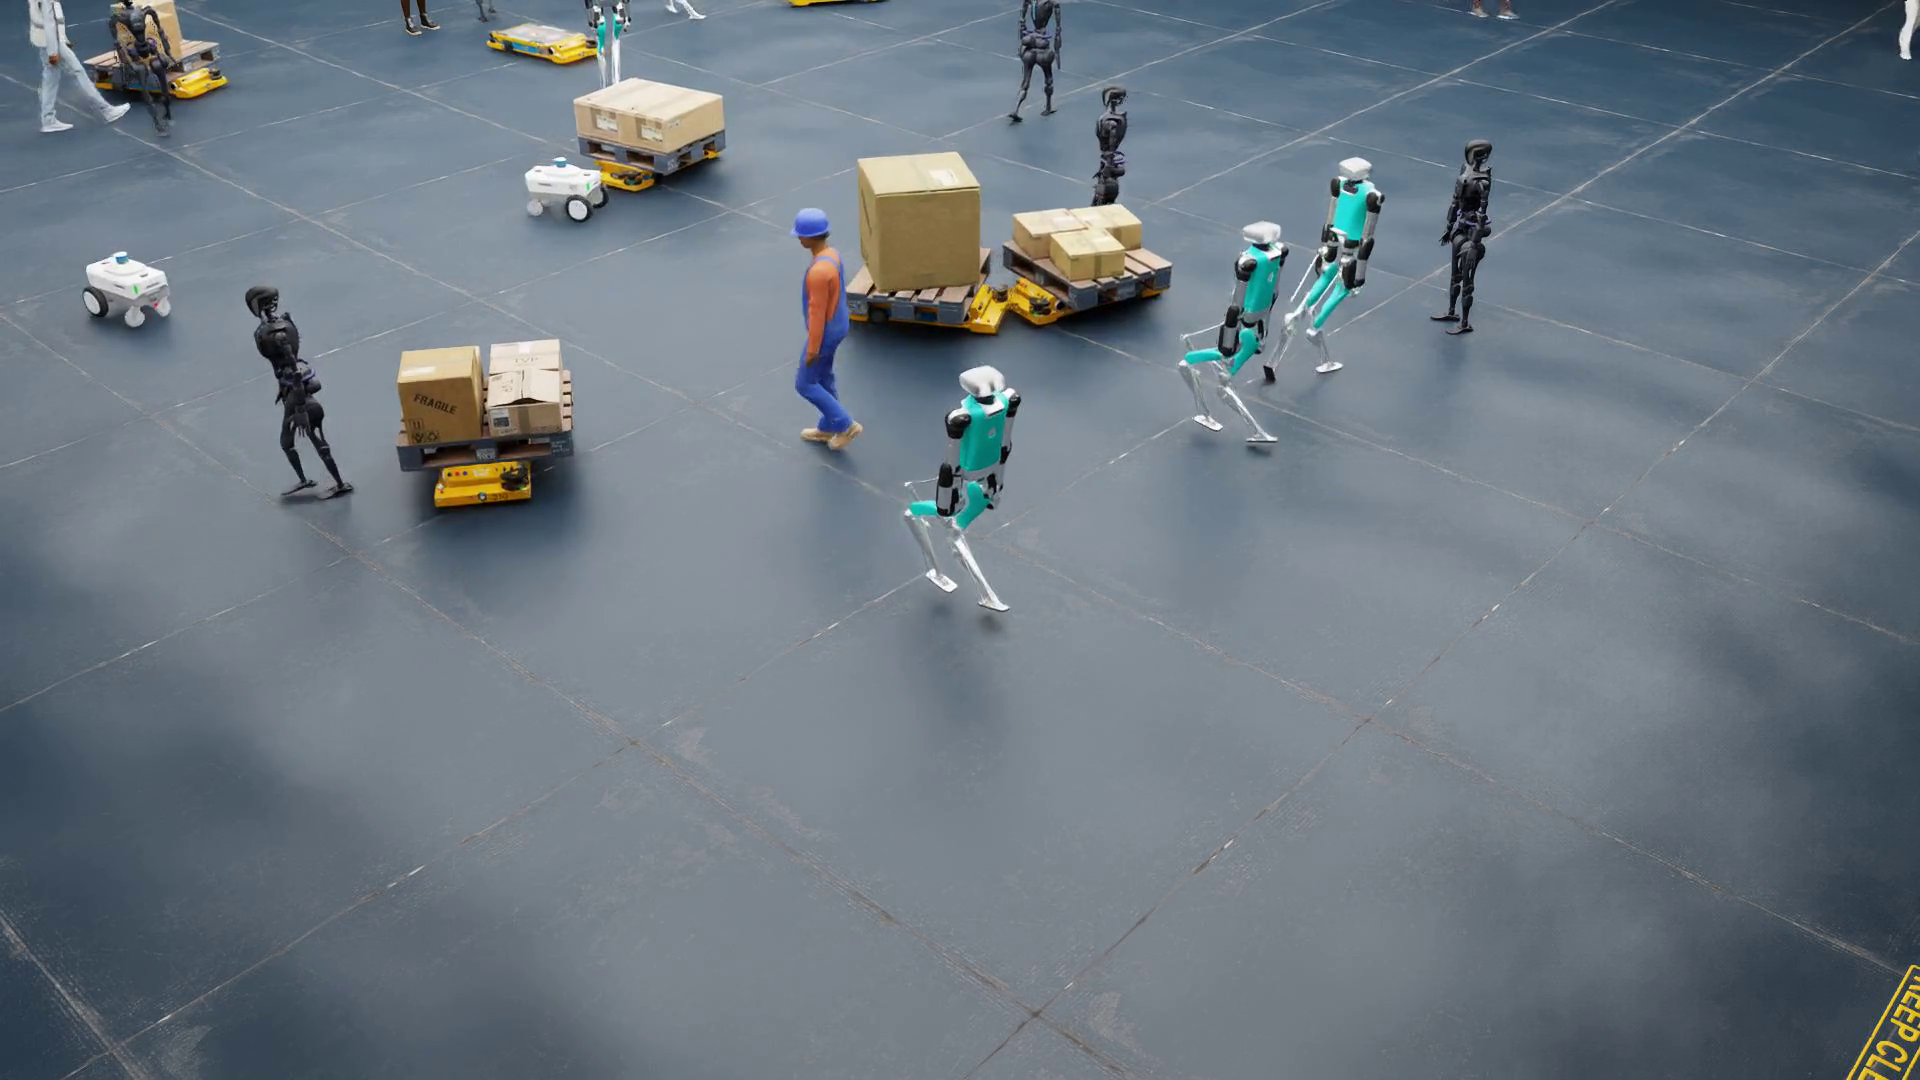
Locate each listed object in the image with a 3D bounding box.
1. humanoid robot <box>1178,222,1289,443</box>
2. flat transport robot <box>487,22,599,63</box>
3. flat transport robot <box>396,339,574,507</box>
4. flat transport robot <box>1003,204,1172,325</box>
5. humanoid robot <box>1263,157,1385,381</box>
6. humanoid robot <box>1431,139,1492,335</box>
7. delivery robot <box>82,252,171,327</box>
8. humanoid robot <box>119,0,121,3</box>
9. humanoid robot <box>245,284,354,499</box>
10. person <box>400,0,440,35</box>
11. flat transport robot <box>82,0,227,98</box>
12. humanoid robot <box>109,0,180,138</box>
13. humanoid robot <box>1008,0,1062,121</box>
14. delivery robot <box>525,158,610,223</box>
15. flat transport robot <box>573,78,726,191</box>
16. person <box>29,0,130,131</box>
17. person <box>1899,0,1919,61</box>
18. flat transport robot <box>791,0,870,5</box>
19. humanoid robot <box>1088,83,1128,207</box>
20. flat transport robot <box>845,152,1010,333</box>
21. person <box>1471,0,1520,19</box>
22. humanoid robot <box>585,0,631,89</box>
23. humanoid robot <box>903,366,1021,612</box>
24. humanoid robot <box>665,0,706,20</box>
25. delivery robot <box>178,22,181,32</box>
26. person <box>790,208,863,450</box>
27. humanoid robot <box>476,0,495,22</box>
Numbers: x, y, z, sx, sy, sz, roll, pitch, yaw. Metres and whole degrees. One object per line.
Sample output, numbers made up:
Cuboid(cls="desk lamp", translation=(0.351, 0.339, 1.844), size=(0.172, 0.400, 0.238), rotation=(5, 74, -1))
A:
Cuboid(cls="humanoid robot", translation=(1.991, -1.521, 12.202), size=(0.944, 1.745, 0.553), rotation=(27, 41, 36))
Cuboid(cls="flat transport robot", translation=(-5.390, -6.428, 21.504), size=(1.431, 0.231, 0.659), rotation=(20, 37, 29))
Cuboid(cls="flat transport robot", translation=(-3.452, -0.699, 12.280), size=(0.659, 0.231, 1.431), rotation=(-6, 32, -10))
Cuboid(cls="flat transport robot", translation=(1.093, -2.252, 14.781), size=(1.431, 0.231, 0.659), rotation=(-18, 36, -27))
Cuboid(cls="humanoid robot", translation=(2.791, -2.056, 13.114), size=(0.942, 1.808, 0.548), rotation=(-16, 35, -24))
Cuboid(cls="humanoid robot", translation=(4.233, -2.540, 13.900), size=(0.315, 1.653, 0.599), rotation=(-4, 32, -7))
Cuboid(cls="delivery robot", translation=(-7.238, -2.206, 14.441), size=(0.773, 0.601, 0.513), rotation=(18, 36, 26))
Cuboid(cls="humanoid robot", translation=(-11.203, -7.723, 22.178), size=(0.555, 1.743, 0.791), rotation=(-6, 32, -9))
Cuboid(cls="humanoid robot", translation=(-4.567, -0.999, 11.437), size=(0.463, 1.641, 0.601), rotation=(-20, 37, -29))
Cuboid(cls="person", translation=(-7.276, -7.711, 21.965), size=(0.368, 1.965, 0.605), rotation=(19, 37, 28))
Cuboid(cls="flat transport robot", translation=(-9.711, -5.601, 20.173), size=(1.431, 0.231, 0.659), rotation=(10, 33, 15))
Cuboid(cls="humanoid robot", translation=(-9.040, -5.349, 18.455), size=(0.599, 1.656, 0.482), rotation=(-25, 39, -34))
Cuboid(cls="humanoid robot", translation=(0.846, -5.574, 18.848), size=(0.591, 1.648, 0.747), rotation=(23, 39, 32))
Cuboid(cls="delivery robot", translation=(-3.893, -3.480, 16.505), size=(0.791, 0.614, 0.499), rotation=(7, 33, 11))
Cuboid(cls="flat transport robot", translation=(-3.231, -4.033, 17.649), size=(0.659, 0.231, 1.431), rotation=(18, 36, 26))
Cuboid(cls="person", translation=(-10.003, -5.534, 18.560), size=(0.976, 1.853, 0.660), rotation=(-22, 38, -32))
Cuboid(cls="person", translation=(12.212, -6.978, 21.112), size=(0.523, 1.613, 0.690), rotation=(3, 32, 5))
Cuboid(cls="flat transport robot", translation=(-1.733, -7.865, 23.819), size=(1.431, 0.231, 0.659), rotation=(-8, 33, -12))
Cuboid(cls="humanoid robot", translation=(1.342, -3.339, 15.190), size=(0.328, 1.650, 0.601), rotation=(2, 32, 2))
Cuboid(cls="flat transport robot", translation=(-0.328, -2.065, 14.480), size=(1.431, 0.231, 0.659), rotation=(7, 33, 11))
Cuboid(cls="person", translation=(7.387, -7.966, 22.539), size=(0.566, 1.781, 0.786), rotation=(-22, 38, -31))
Cuboid(cls="humanoid robot", translation=(-4.212, -6.182, 19.816), size=(0.542, 1.877, 0.764), rotation=(-12, 34, -19))
Cuboid(cls="humanoid robot", translation=(-0.046, -0.346, 10.289), size=(0.531, 1.731, 0.896), rotation=(-25, 40, -35))
Cuboid(cls="humanoid robot", translation=(-3.903, -7.977, 22.658), size=(0.964, 1.768, 0.532), rotation=(16, 35, 24))
Cuboid(cls="delivery robot", translation=(-10.599, -6.737, 21.746), size=(0.807, 0.609, 0.499), rotation=(-11, 33, -17))
Cuboid(cls="person", translation=(-1.004, -1.499, 12.023), size=(0.418, 1.893, 0.565), rotation=(3, 32, 5))
Cuboid(cls="humanoid robot", translation=(-6.573, -7.911, 22.561), size=(0.594, 1.652, 0.419), rotation=(-14, 35, -21))
